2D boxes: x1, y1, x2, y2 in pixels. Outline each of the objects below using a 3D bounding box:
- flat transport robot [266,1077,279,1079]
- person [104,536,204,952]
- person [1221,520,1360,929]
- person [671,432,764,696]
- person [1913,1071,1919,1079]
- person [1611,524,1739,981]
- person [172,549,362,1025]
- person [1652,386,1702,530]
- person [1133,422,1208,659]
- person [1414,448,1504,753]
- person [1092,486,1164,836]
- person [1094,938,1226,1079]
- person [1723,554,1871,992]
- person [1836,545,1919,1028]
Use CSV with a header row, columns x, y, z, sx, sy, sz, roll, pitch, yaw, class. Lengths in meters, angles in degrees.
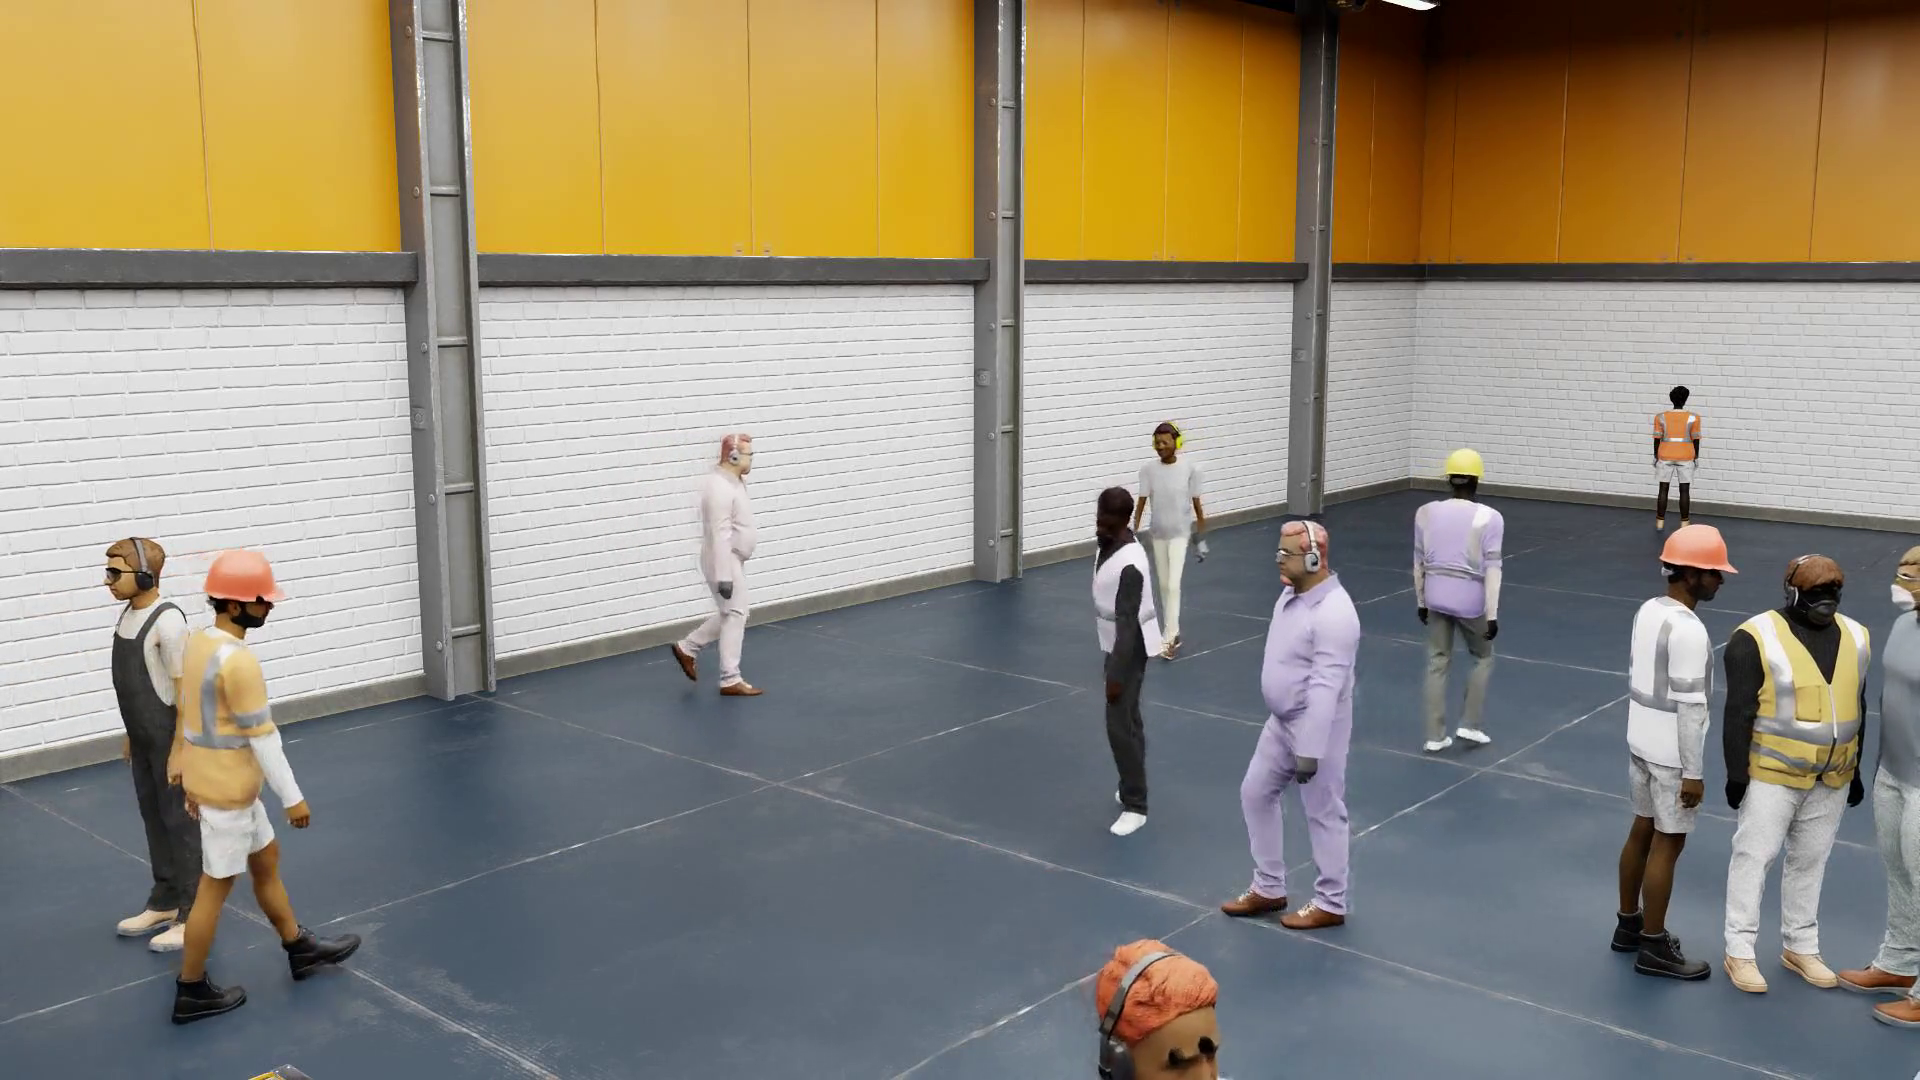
x,y,z,sx,sy,sz,roll,pitch,yaw,class
-2.123,2.021,5.205,1.431,0.197,0.652,8,12,40,flat transport robot
-3.561,0.892,7.368,0.506,1.845,0.342,8,12,40,person
1.466,0.848,7.502,0.688,1.883,0.679,-1,9,-9,person
-1.724,0.174,11.771,0.592,1.882,0.685,0,9,-2,person
1.974,1.541,3.067,0.559,1.909,0.650,3,9,16,person
3.057,0.890,7.103,0.376,1.933,0.551,0,9,1,person
-2.811,0.971,6.707,0.889,1.899,0.560,-7,11,-37,person
8.329,-0.943,19.350,0.531,1.698,0.320,5,10,28,person
1.582,0.011,12.918,0.568,1.830,0.885,4,10,26,person
3.131,0.380,10.413,0.599,1.905,0.595,8,12,40,person
0.895,0.619,9.017,0.384,1.878,0.752,0,9,-1,person
0.310,1.589,2.913,0.574,1.870,0.444,-5,10,-30,person
3.484,0.965,6.923,0.633,1.841,0.429,-1,9,-8,person
3.834,0.964,6.628,0.352,1.937,0.635,1,9,4,person
